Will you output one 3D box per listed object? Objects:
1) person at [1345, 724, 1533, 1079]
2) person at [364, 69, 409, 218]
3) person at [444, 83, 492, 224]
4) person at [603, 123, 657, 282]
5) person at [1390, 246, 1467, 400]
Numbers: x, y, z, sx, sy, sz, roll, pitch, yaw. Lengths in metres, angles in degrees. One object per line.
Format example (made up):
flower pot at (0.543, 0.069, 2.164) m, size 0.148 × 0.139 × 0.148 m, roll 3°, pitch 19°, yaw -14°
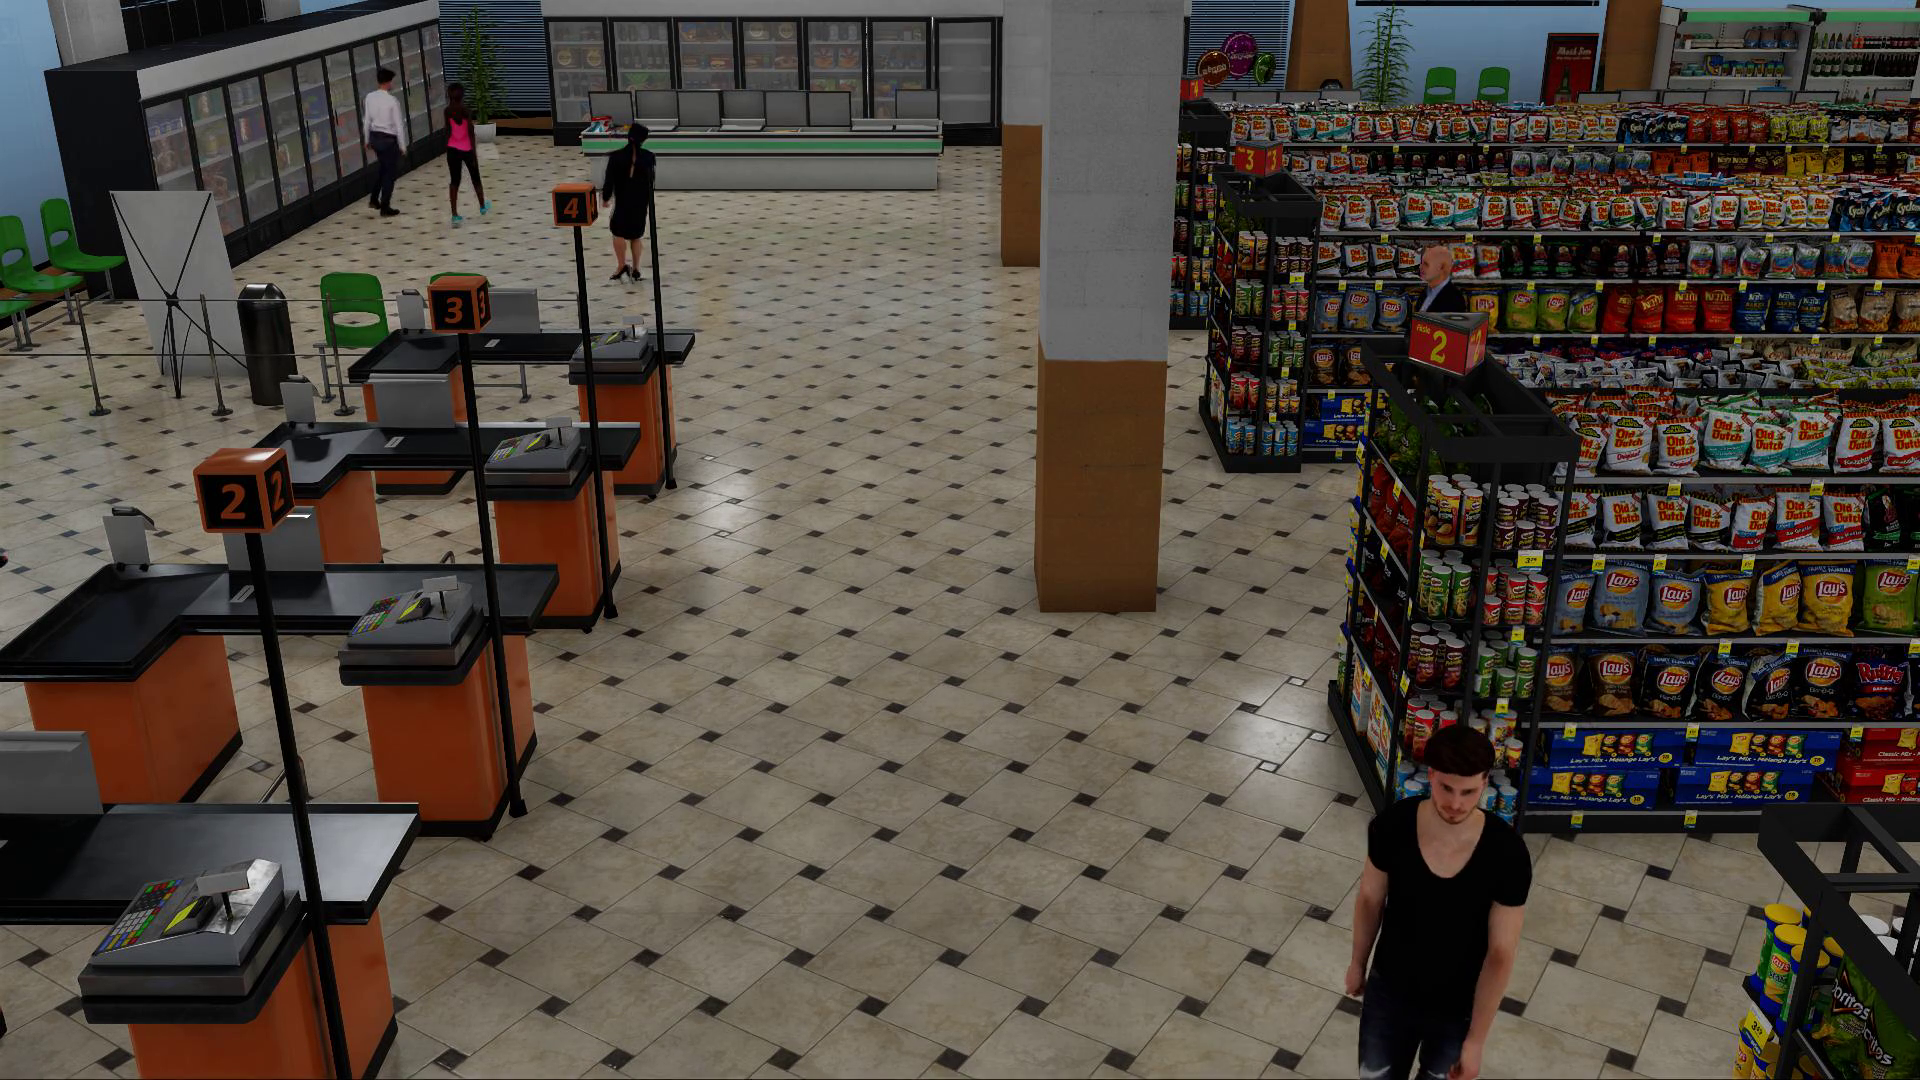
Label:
person at (1.485, 1.361, 5.176) m, size 1.247 × 1.846 × 1.043 m, roll 10°, pitch 24°, yaw 22°
person at (-7.314, -5.015, 21.069) m, size 0.717 × 1.828 × 0.874 m, roll 3°, pitch 22°, yaw 7°
person at (-6.233, -4.764, 20.654) m, size 1.098 × 1.671 × 0.787 m, roll 3°, pitch 22°, yaw 7°
person at (-3.524, -3.577, 17.725) m, size 0.784 × 1.653 × 0.914 m, roll -19°, pitch 29°, yaw -39°
person at (3.343, -1.126, 11.461) m, size 0.929 × 1.775 × 0.675 m, roll -1°, pitch 22°, yaw -2°
